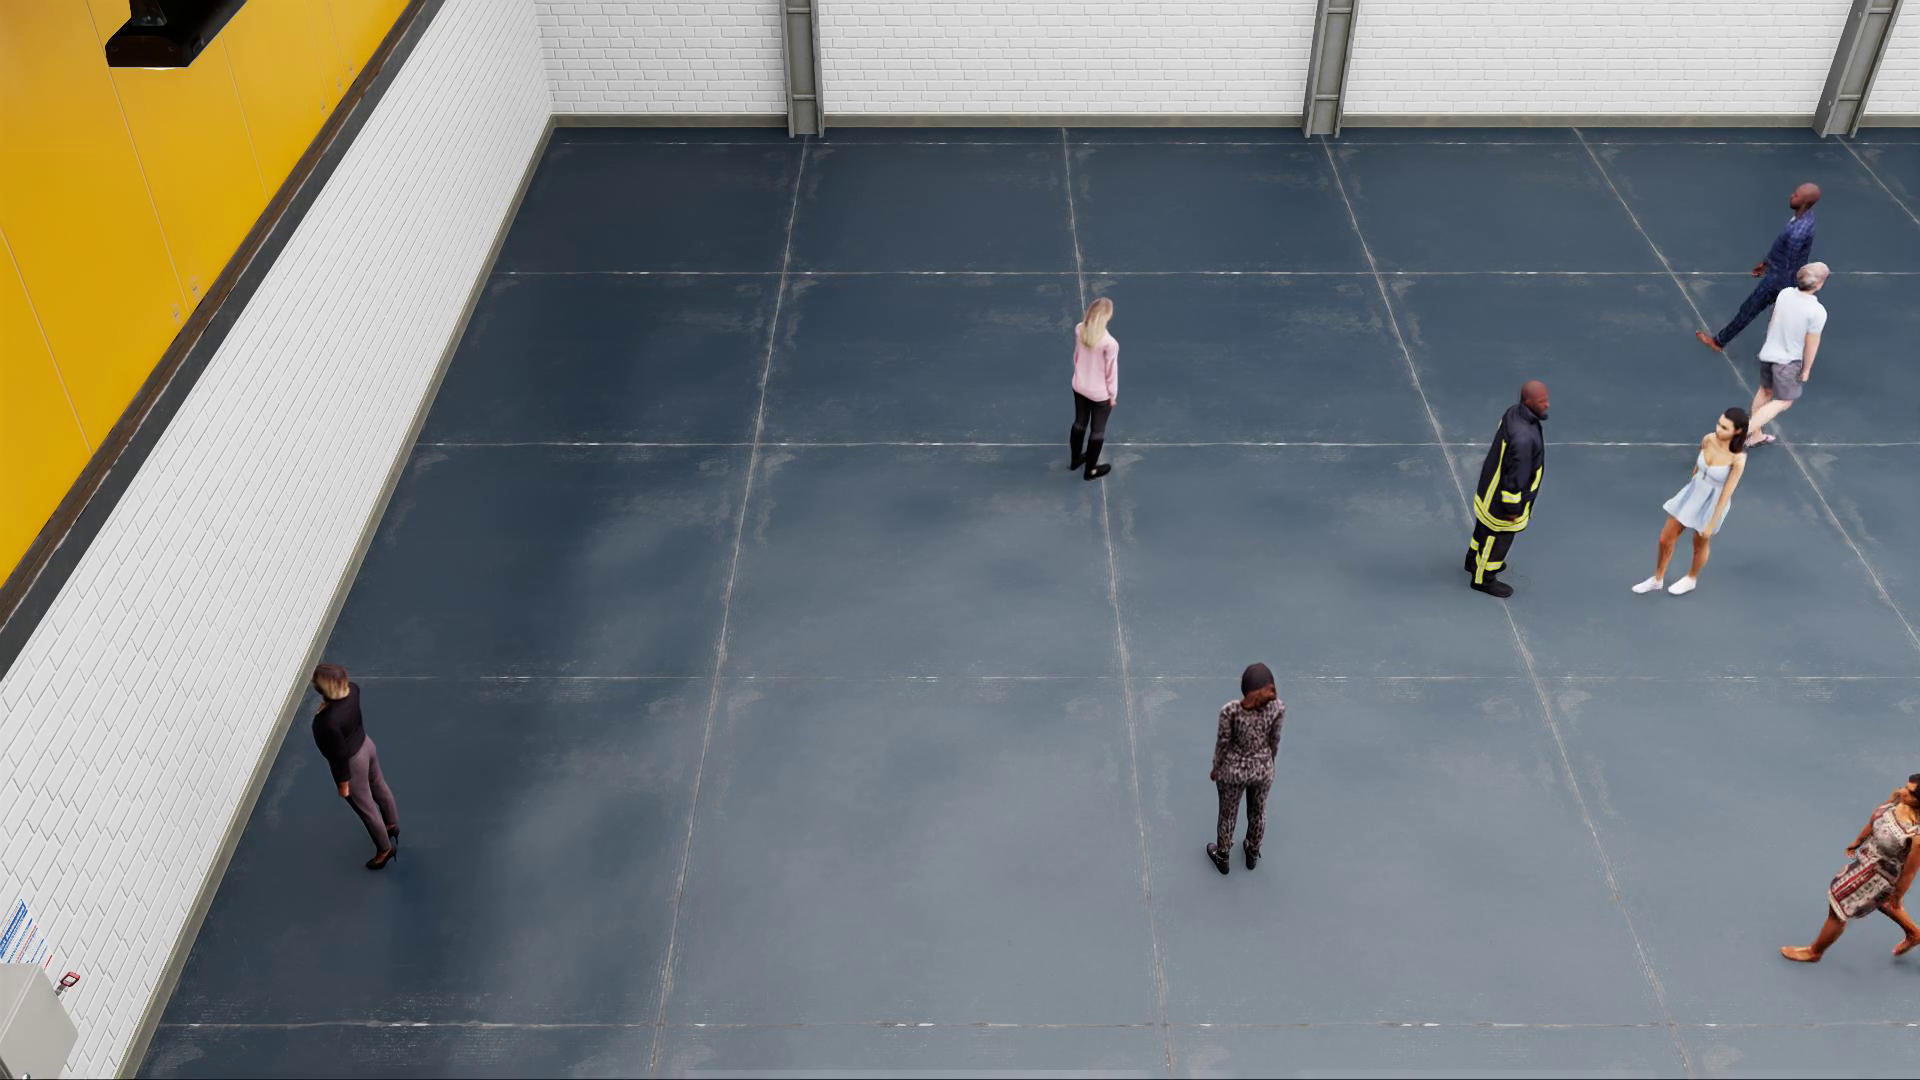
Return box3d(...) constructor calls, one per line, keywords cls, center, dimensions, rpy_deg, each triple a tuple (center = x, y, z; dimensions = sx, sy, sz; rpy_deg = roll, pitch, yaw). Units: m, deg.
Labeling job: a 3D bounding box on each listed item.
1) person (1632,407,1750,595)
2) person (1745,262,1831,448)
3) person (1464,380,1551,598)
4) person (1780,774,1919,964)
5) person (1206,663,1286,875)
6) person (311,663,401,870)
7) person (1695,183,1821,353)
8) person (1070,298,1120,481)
box3d(cls="person", center=(5.647, -0.275, 12.437), dimensions=(0.874, 1.714, 0.777), rpy_deg=(-19, 42, -22))
box3d(cls="person", center=(6.782, -1.481, 13.866), dimensions=(1.029, 1.815, 0.863), rpy_deg=(-15, 41, -18))
box3d(cls="person", center=(4.124, -0.419, 12.533), dimensions=(0.739, 1.820, 0.796), rpy_deg=(7, 39, 9))
box3d(cls="person", center=(5.479, 1.943, 9.737), dimensions=(1.098, 1.617, 0.728), rpy_deg=(5, 39, 7))
box3d(cls="person", center=(1.768, 1.422, 10.312), dimensions=(0.525, 1.713, 0.651), rpy_deg=(-4, 39, -5))
box3d(cls="person", center=(-3.759, 1.398, 10.376), dimensions=(0.506, 1.672, 0.584), rpy_deg=(0, 39, 0))
box3d(cls="person", center=(7.506, -2.349, 14.994), dimensions=(1.286, 1.765, 1.079), rpy_deg=(21, 43, 24))
box3d(cls="person", center=(1.084, -1.244, 13.674), dimensions=(0.743, 1.685, 0.692), rpy_deg=(-29, 47, -31))
